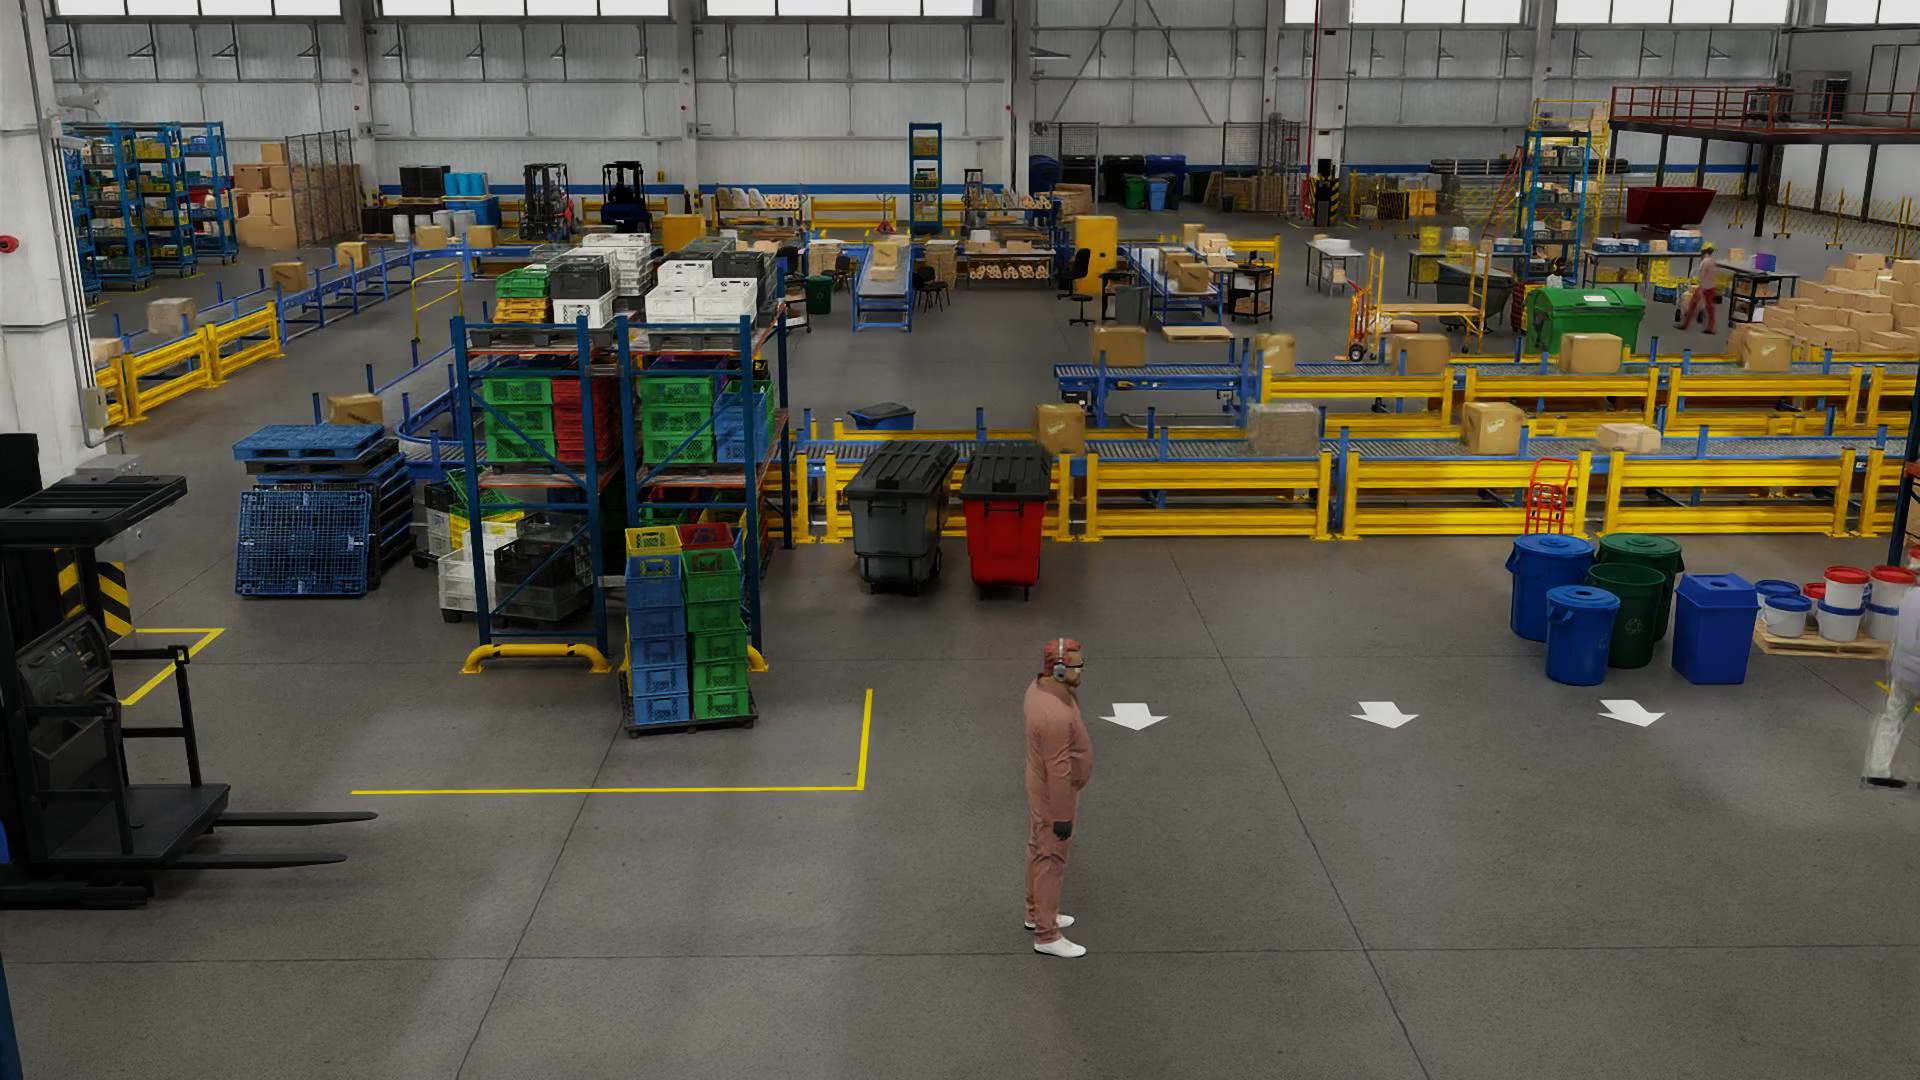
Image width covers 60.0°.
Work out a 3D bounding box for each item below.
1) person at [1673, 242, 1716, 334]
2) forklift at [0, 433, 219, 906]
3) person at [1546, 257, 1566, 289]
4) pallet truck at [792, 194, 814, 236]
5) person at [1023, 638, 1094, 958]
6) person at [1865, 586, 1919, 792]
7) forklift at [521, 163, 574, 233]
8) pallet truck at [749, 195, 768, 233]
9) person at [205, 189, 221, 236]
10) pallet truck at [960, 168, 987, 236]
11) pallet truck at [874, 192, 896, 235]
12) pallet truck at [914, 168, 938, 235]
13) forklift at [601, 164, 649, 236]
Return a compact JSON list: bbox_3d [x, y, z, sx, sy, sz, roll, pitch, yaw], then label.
[{"bbox_3d":[14.232,-4.847,31.977,0.528,1.725,0.867,-10,19,-31],"label":"person"},{"bbox_3d":[-5.952,0.780,10.366,1.873,2.768,1.129,0,16,-1],"label":"forklift"},{"bbox_3d":[10.154,-3.907,28.458,0.311,1.869,0.534,13,21,38],"label":"person"},{"bbox_3d":[-4.814,-9.883,50.259,0.704,1.261,1.522,-1,16,-3],"label":"pallet truck"},{"bbox_3d":[0.575,1.474,9.686,0.401,1.907,0.646,-2,16,-5],"label":"person"},{"bbox_3d":[6.862,0.942,11.706,0.764,1.803,0.616,0,16,1],"label":"person"},{"bbox_3d":[-12.233,-10.122,49.298,1.157,1.987,2.680,0,16,-1],"label":"forklift"},{"bbox_3d":[-6.051,-9.967,50.660,0.680,1.201,1.601,0,16,-1],"label":"pallet truck"},{"bbox_3d":[-20.618,-8.882,45.929,0.406,1.791,0.736,-14,21,-41],"label":"person"},{"bbox_3d":[0.383,-10.230,50.206,0.823,1.965,1.885,-1,16,-3],"label":"pallet truck"},{"bbox_3d":[-2.277,-9.986,50.594,0.653,1.274,1.630,0,16,-1],"label":"pallet truck"},{"bbox_3d":[-0.989,-10.316,50.507,0.823,1.965,1.885,1,16,3],"label":"pallet truck"},{"bbox_3d":[-9.948,-10.127,49.296,1.157,1.987,2.680,-1,16,-3],"label":"forklift"}]
